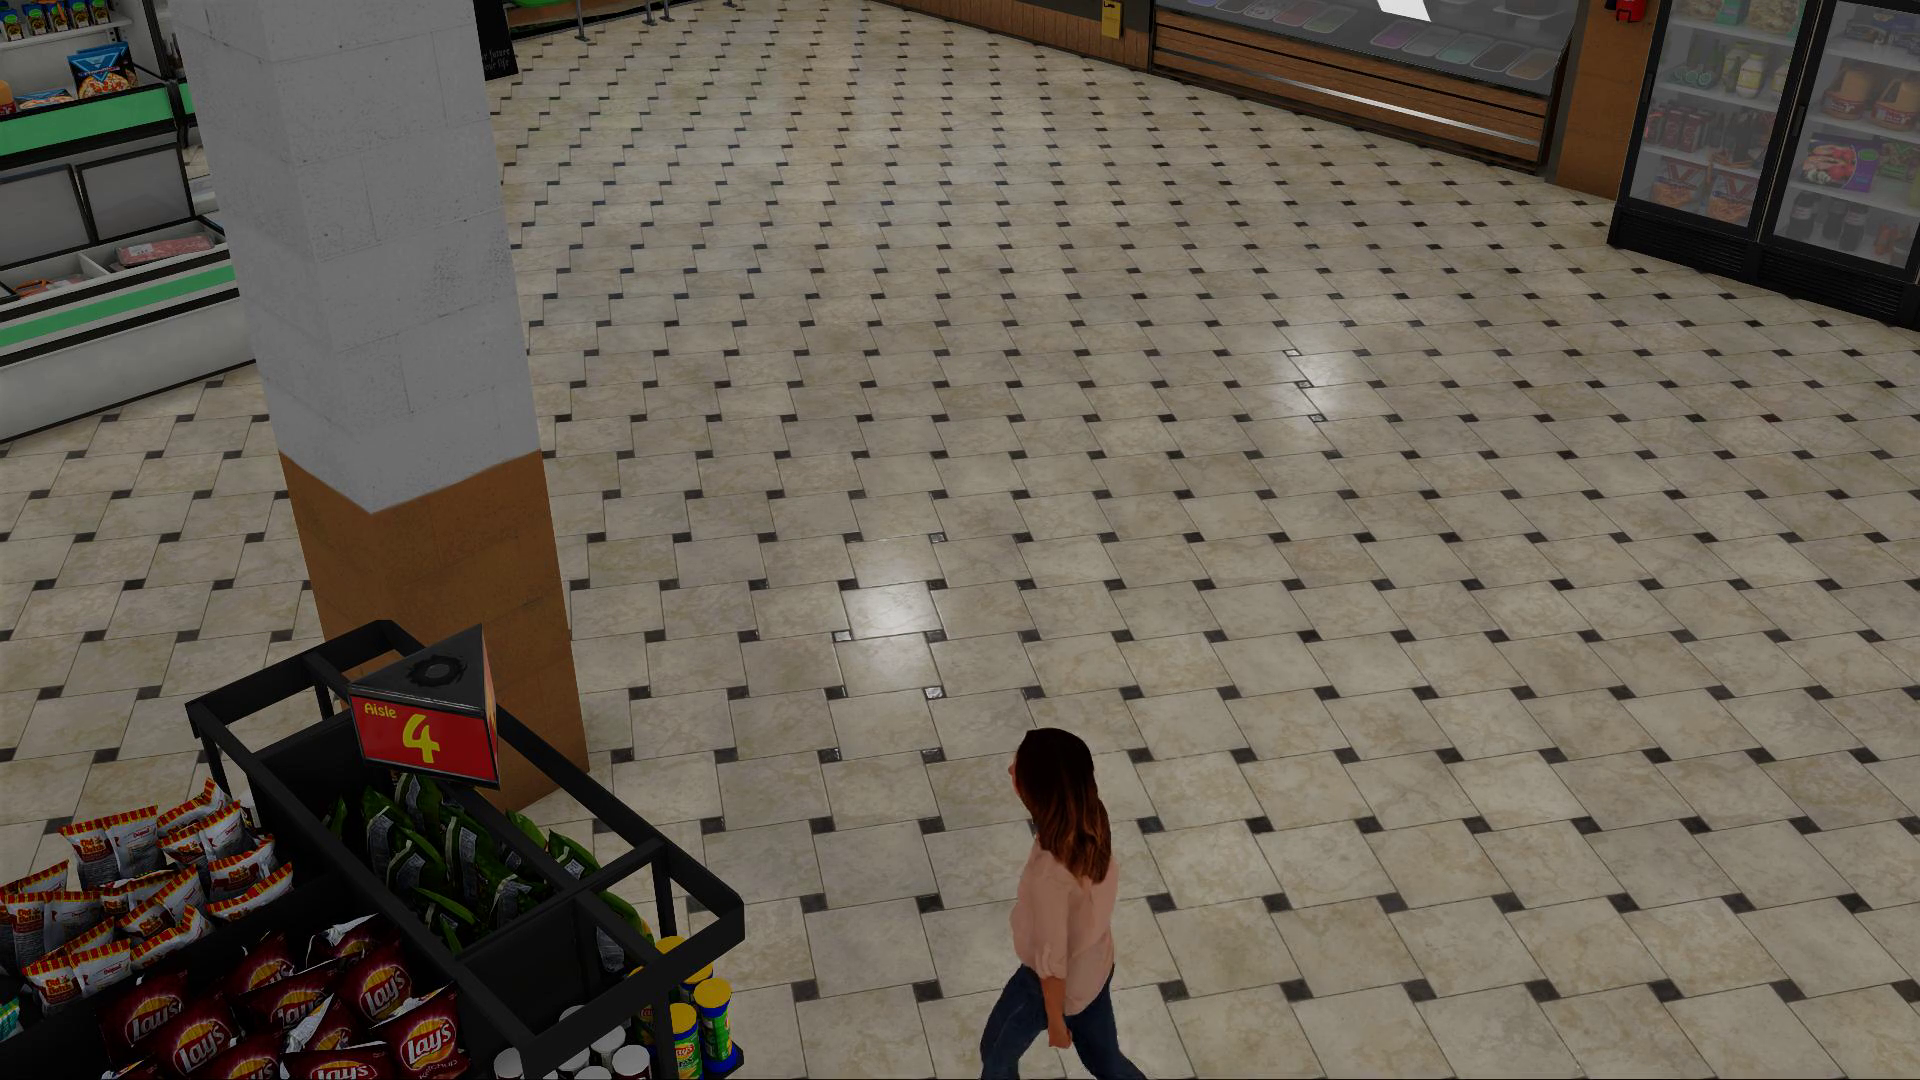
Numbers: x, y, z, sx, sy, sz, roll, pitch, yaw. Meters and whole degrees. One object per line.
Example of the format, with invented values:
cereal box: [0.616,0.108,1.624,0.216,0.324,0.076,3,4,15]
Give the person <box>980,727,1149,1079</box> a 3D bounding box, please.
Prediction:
person: [0.392,1.291,4.855,0.910,1.752,1.141,14,35,22]
